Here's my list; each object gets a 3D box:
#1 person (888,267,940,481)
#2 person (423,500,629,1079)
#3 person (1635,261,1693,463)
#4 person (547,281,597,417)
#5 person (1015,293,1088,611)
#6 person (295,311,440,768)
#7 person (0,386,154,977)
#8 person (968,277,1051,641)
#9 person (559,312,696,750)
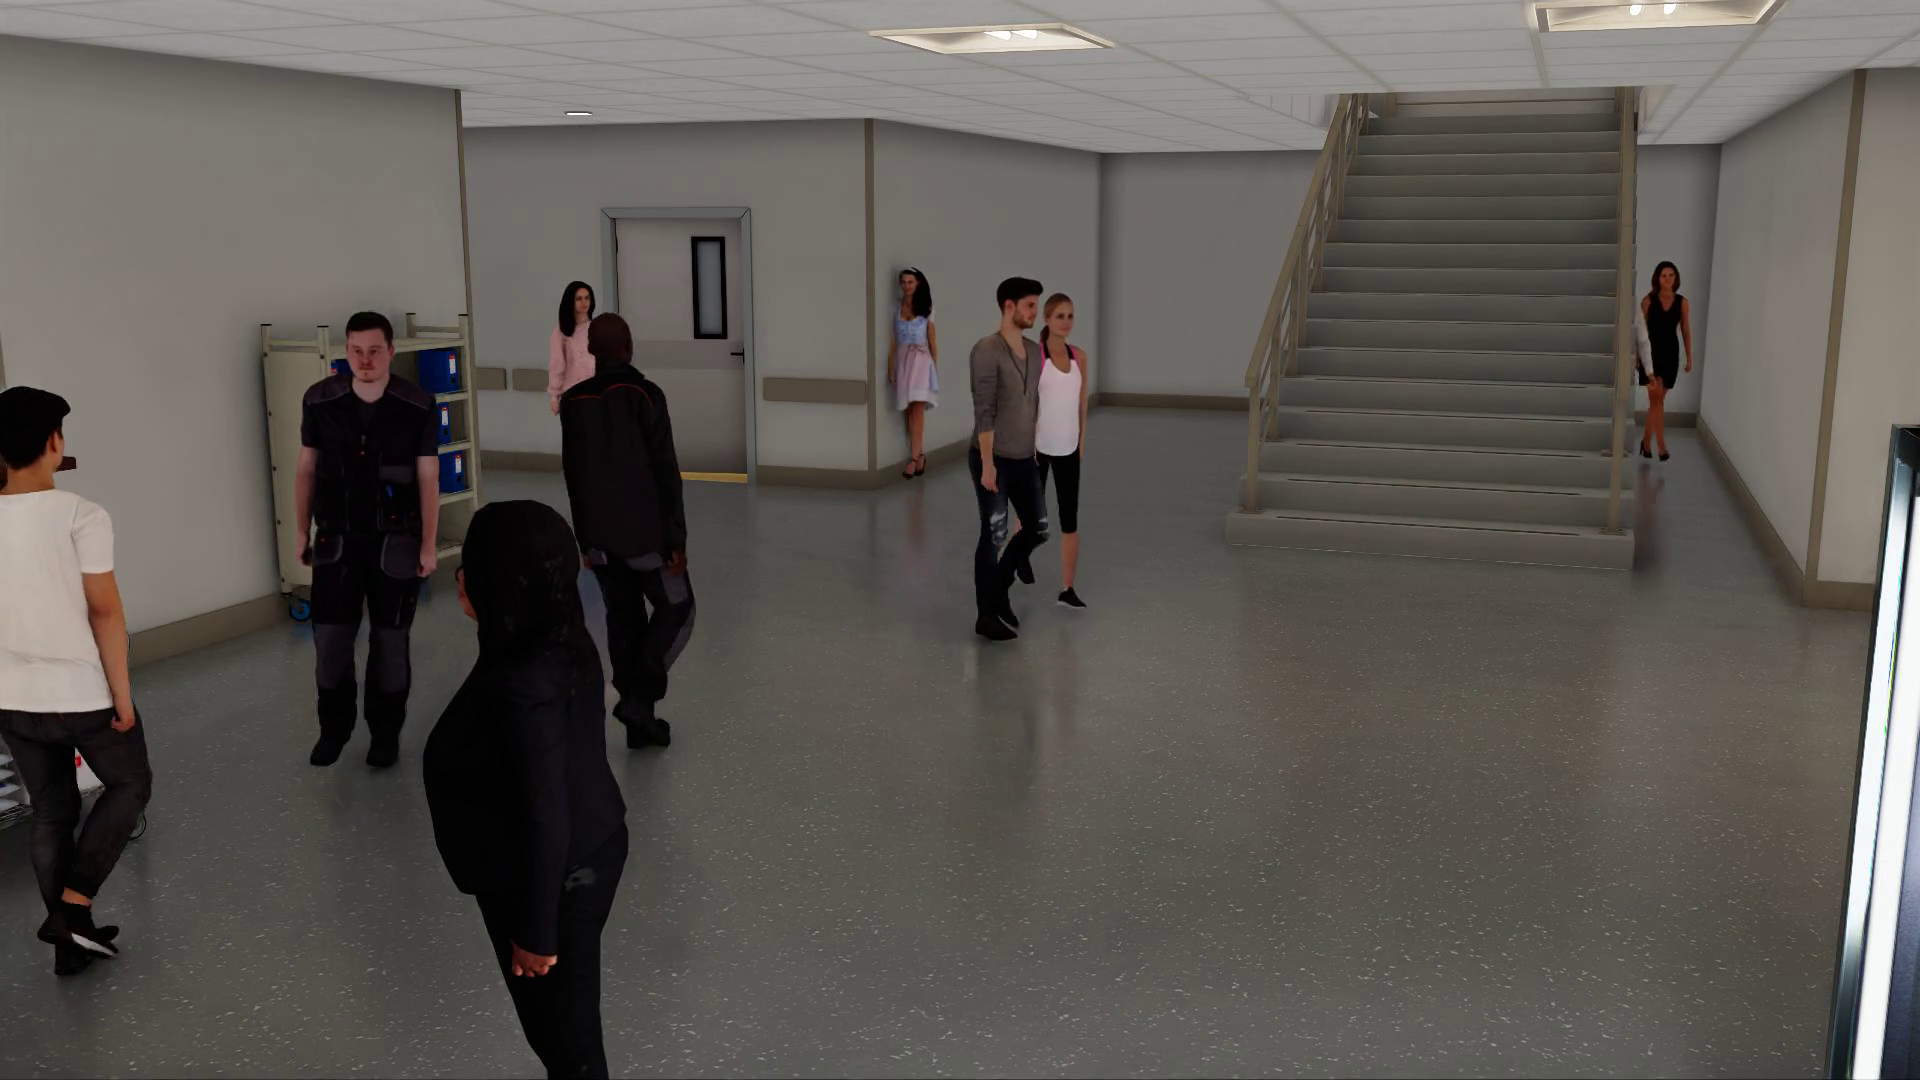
[{"bbox_3d":[-0.396,-1.395,14.160,0.732,1.776,1.083,2,11,13],"label":"person"},{"bbox_3d":[-0.863,0.707,3.515,0.817,1.616,0.724,-2,11,-9],"label":"person"},{"bbox_3d":[6.357,-1.602,15.190,0.792,1.799,1.102,1,11,4],"label":"person"},{"bbox_3d":[-2.820,-1.018,12.272,0.971,1.740,0.978,-9,14,-39],"label":"person"},{"bbox_3d":[0.467,-0.496,9.480,1.015,1.756,1.148,-3,11,-18],"label":"person"},{"bbox_3d":[-2.356,-0.002,6.686,0.844,1.827,0.846,-1,11,-4],"label":"person"},{"bbox_3d":[-2.602,0.431,4.711,0.727,1.712,0.756,1,11,5],"label":"person"},{"bbox_3d":[0.167,-0.425,8.757,0.804,1.885,0.908,-9,14,-41],"label":"person"},{"bbox_3d":[-1.400,-0.007,6.756,0.705,1.810,0.741,5,12,23],"label":"person"}]
